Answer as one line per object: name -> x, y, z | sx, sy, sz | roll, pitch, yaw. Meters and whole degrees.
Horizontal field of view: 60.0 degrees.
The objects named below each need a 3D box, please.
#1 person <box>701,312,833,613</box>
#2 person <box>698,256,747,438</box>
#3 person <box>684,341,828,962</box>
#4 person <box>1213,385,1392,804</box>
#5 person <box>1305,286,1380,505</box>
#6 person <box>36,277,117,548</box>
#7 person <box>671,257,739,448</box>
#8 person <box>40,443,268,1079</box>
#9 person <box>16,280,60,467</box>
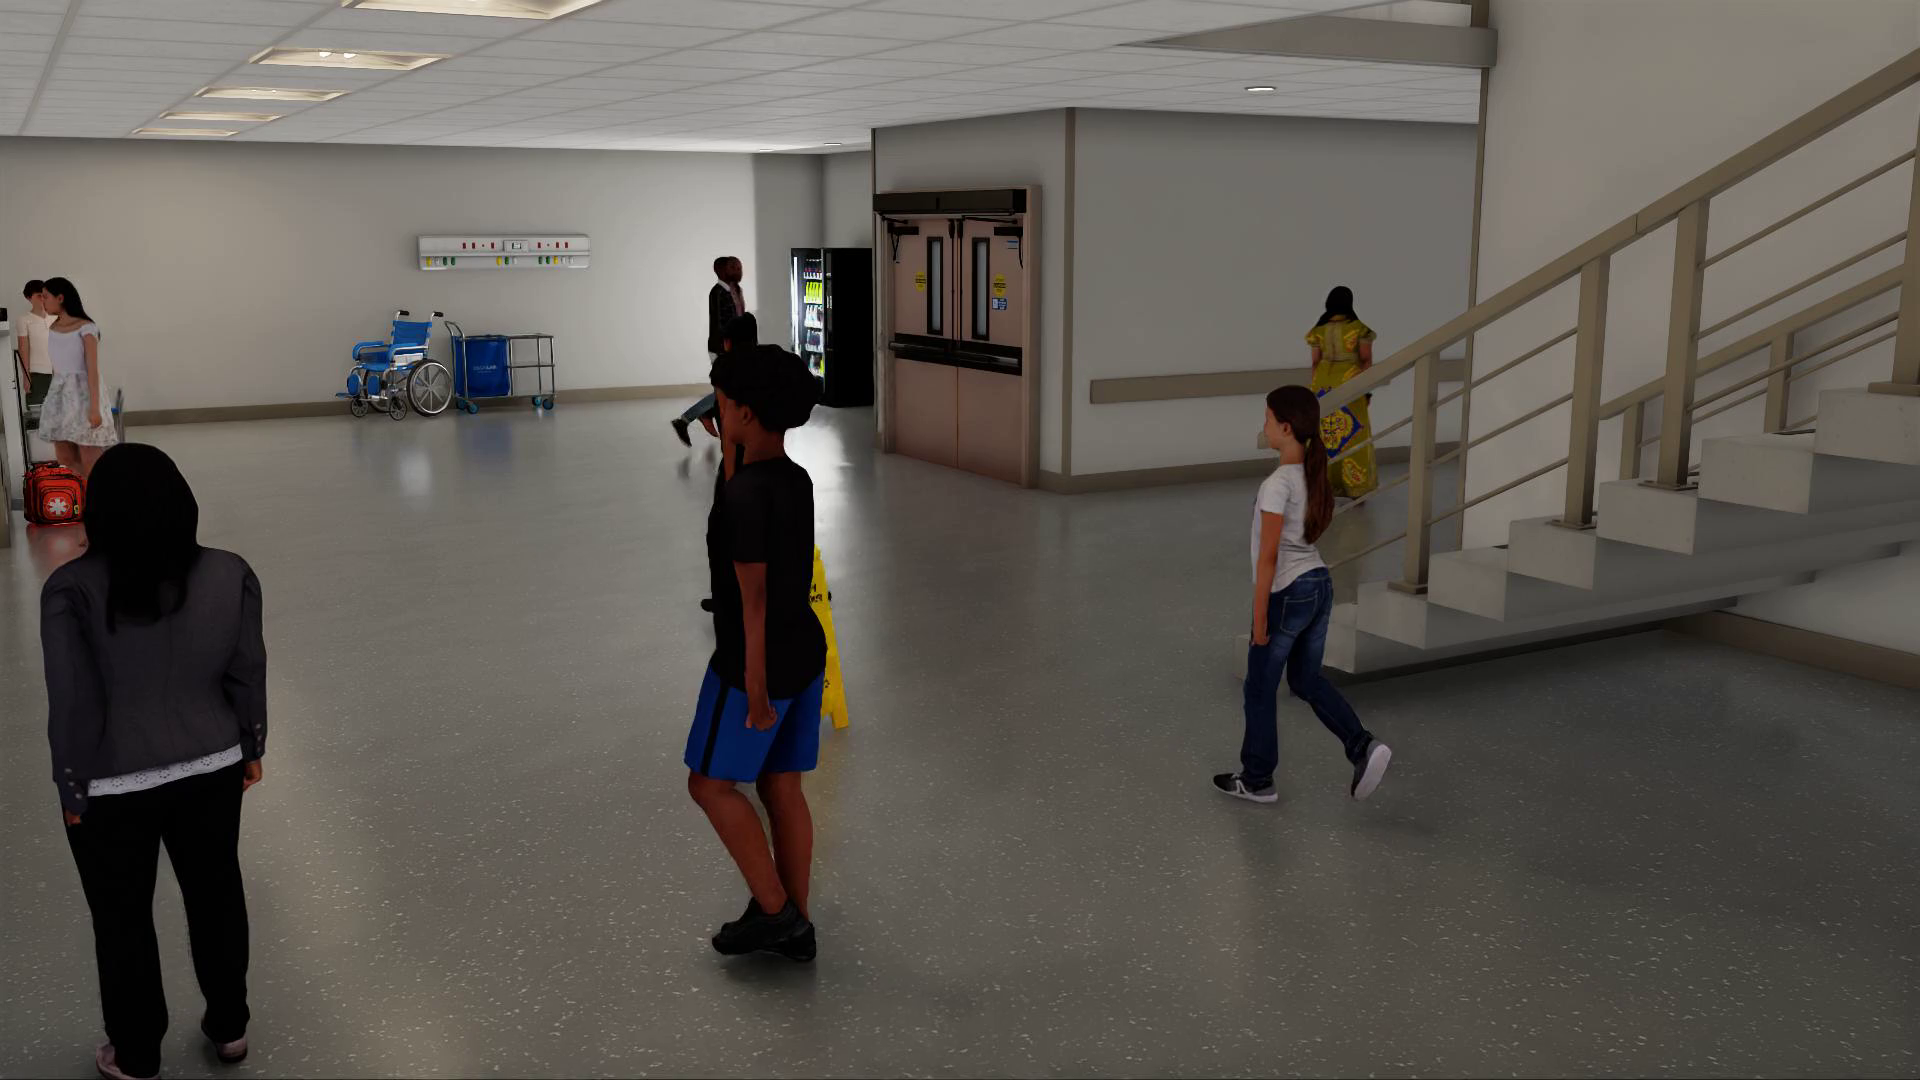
person -> -1.037, -0.345, 8.737 | 1.173, 1.633, 0.933 | 7, 13, 32
person -> -2.372, -1.900, 16.510 | 0.936, 1.791, 0.876 | 3, 11, 18
person -> -0.473, 0.346, 4.687 | 0.763, 1.786, 0.720 | 4, 12, 22
person -> 1.245, 0.220, 5.980 | 0.959, 1.552, 0.686 | 10, 15, 43
person -> 2.891, -1.111, 12.712 | 0.944, 1.656, 1.052 | 6, 12, 29
person -> -5.776, -0.852, 11.060 | 0.910, 1.764, 0.964 | 3, 11, 14
person -> -2.304, -1.728, 15.597 | 1.112, 1.793, 1.183 | 0, 11, 1
person -> -1.981, 0.554, 4.095 | 0.748, 1.597, 0.746 | 10, 15, 43
person -> -7.789, -1.382, 14.147 | 0.672, 1.654, 0.652 | 7, 13, 32
